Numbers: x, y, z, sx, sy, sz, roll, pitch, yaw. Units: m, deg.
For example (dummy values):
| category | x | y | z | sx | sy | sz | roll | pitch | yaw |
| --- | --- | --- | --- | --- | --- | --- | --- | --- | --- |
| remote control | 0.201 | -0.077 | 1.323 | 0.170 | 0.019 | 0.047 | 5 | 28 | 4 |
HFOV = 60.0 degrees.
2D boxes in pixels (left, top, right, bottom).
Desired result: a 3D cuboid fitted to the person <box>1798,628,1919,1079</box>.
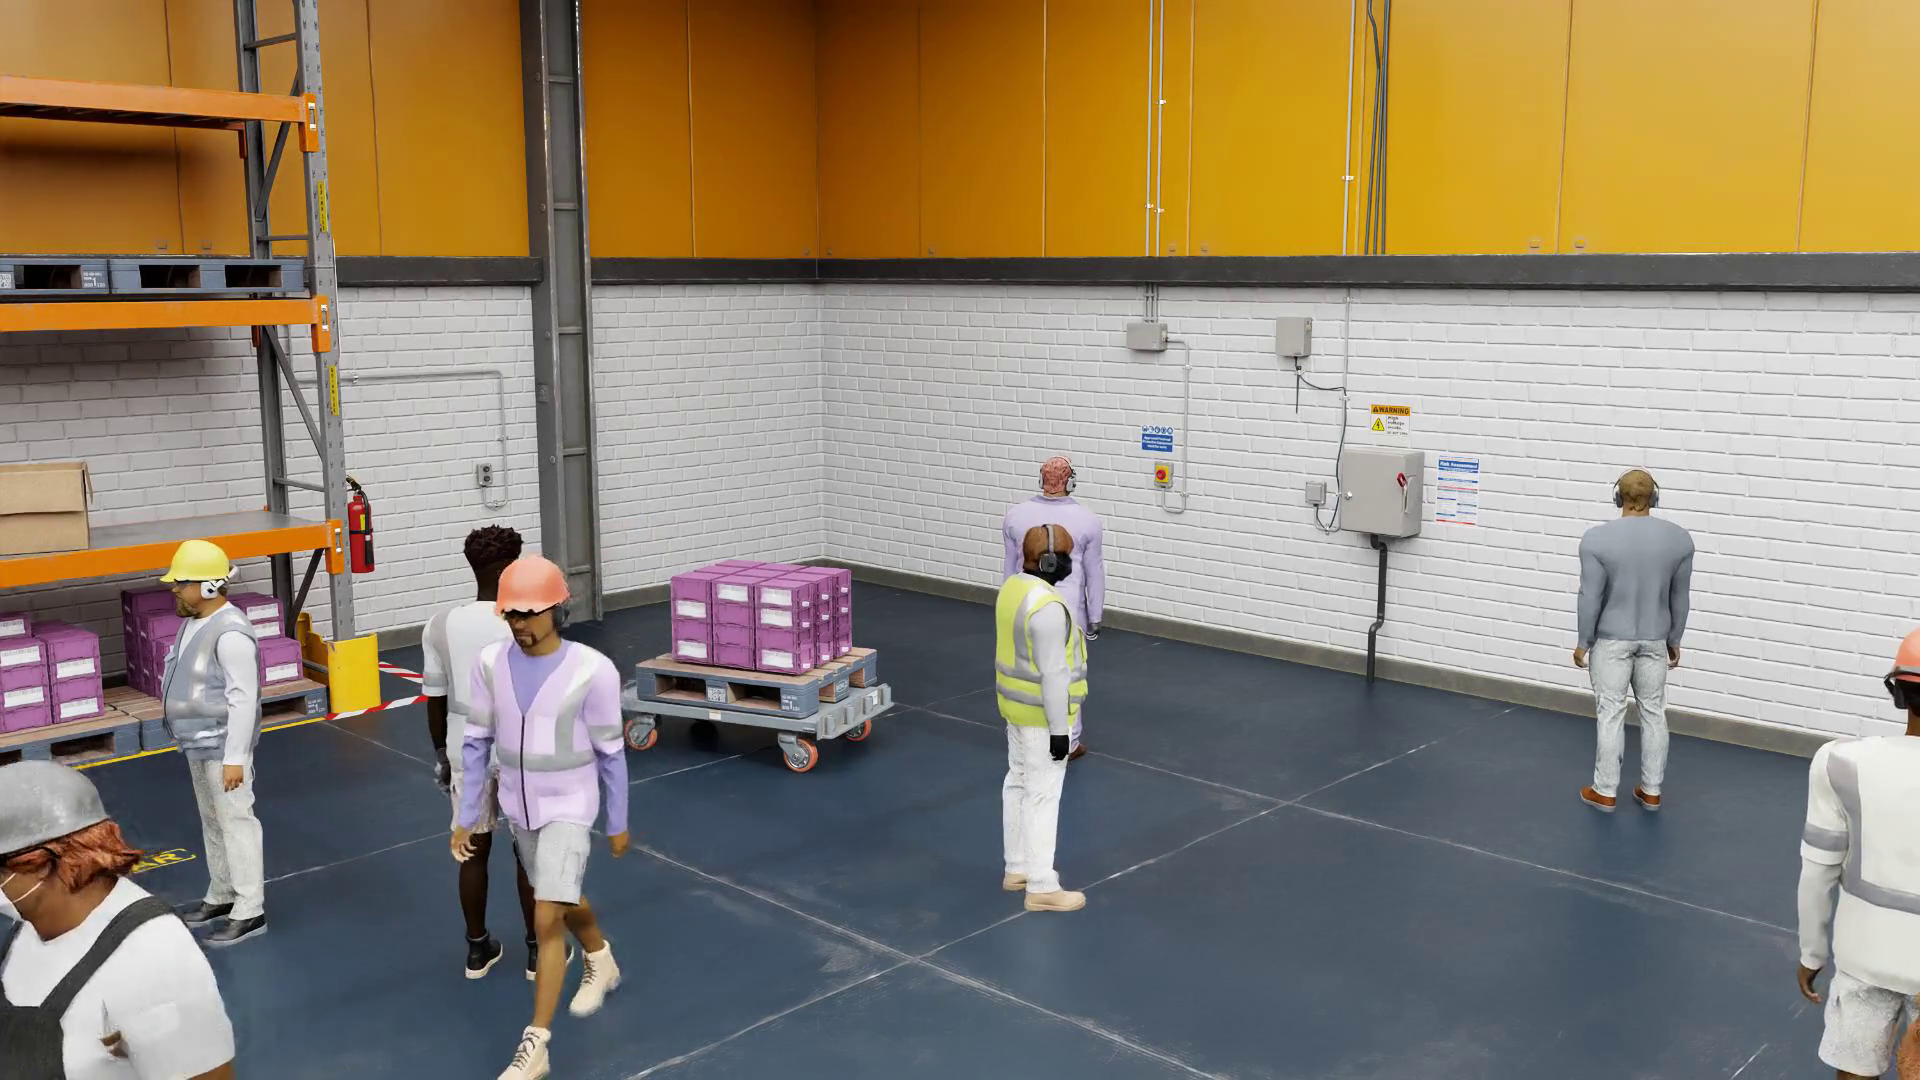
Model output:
| category | x | y | z | sx | sy | sz | roll | pitch | yaw |
| --- | --- | --- | --- | --- | --- | --- | --- | --- | --- |
| person | 2.779 | 1.234 | 4.858 | 0.623 | 2.040 | 0.388 | 8 | 12 | 41 |

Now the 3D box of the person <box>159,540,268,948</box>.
| category | x | y | z | sx | sy | sz | roll | pitch | yaw |
| --- | --- | --- | --- | --- | --- | --- | --- | --- | --- |
| person | -3.371 | 0.905 | 7.514 | 0.403 | 1.833 | 0.591 | -9 | 13 | -42 |

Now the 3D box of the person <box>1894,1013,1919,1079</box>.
| category | x | y | z | sx | sy | sz | roll | pitch | yaw |
| --- | --- | --- | --- | --- | --- | --- | --- | --- | --- |
| person | 1.992 | 1.669 | 3.489 | 0.502 | 1.618 | 0.515 | -1 | 9 | -6 |

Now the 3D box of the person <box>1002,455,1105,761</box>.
| category | x | y | z | sx | sy | sz | roll | pitch | yaw |
| --- | --- | --- | --- | --- | --- | --- | --- | --- | --- |
| person | 0.585 | 0.422 | 10.289 | 0.646 | 1.900 | 0.403 | 3 | 10 | 18 |

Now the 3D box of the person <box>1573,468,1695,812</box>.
| category | x | y | z | sx | sy | sz | roll | pitch | yaw |
| --- | --- | --- | --- | --- | --- | --- | --- | --- | --- |
| person | 3.737 | 0.563 | 9.293 | 0.628 | 1.936 | 0.375 | 0 | 9 | -1 |

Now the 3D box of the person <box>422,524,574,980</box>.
| category | x | y | z | sx | sy | sz | roll | pitch | yaw |
| --- | --- | --- | --- | --- | --- | --- | --- | --- | --- |
| person | -1.964 | 0.909 | 7.091 | 0.608 | 1.962 | 0.374 | 2 | 9 | 9 |

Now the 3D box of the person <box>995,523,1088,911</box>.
| category | x | y | z | sx | sy | sz | roll | pitch | yaw |
| --- | --- | --- | --- | --- | --- | --- | --- | --- | --- |
| person | 0.393 | 0.832 | 7.938 | 0.429 | 1.839 | 0.633 | -3 | 10 | -17 |

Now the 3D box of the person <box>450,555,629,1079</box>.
| category | x | y | z | sx | sy | sz | roll | pitch | yaw |
| --- | --- | --- | --- | --- | --- | --- | --- | --- | --- |
| person | -1.570 | 1.017 | 6.431 | 0.618 | 1.997 | 1.040 | 4 | 10 | 21 |
